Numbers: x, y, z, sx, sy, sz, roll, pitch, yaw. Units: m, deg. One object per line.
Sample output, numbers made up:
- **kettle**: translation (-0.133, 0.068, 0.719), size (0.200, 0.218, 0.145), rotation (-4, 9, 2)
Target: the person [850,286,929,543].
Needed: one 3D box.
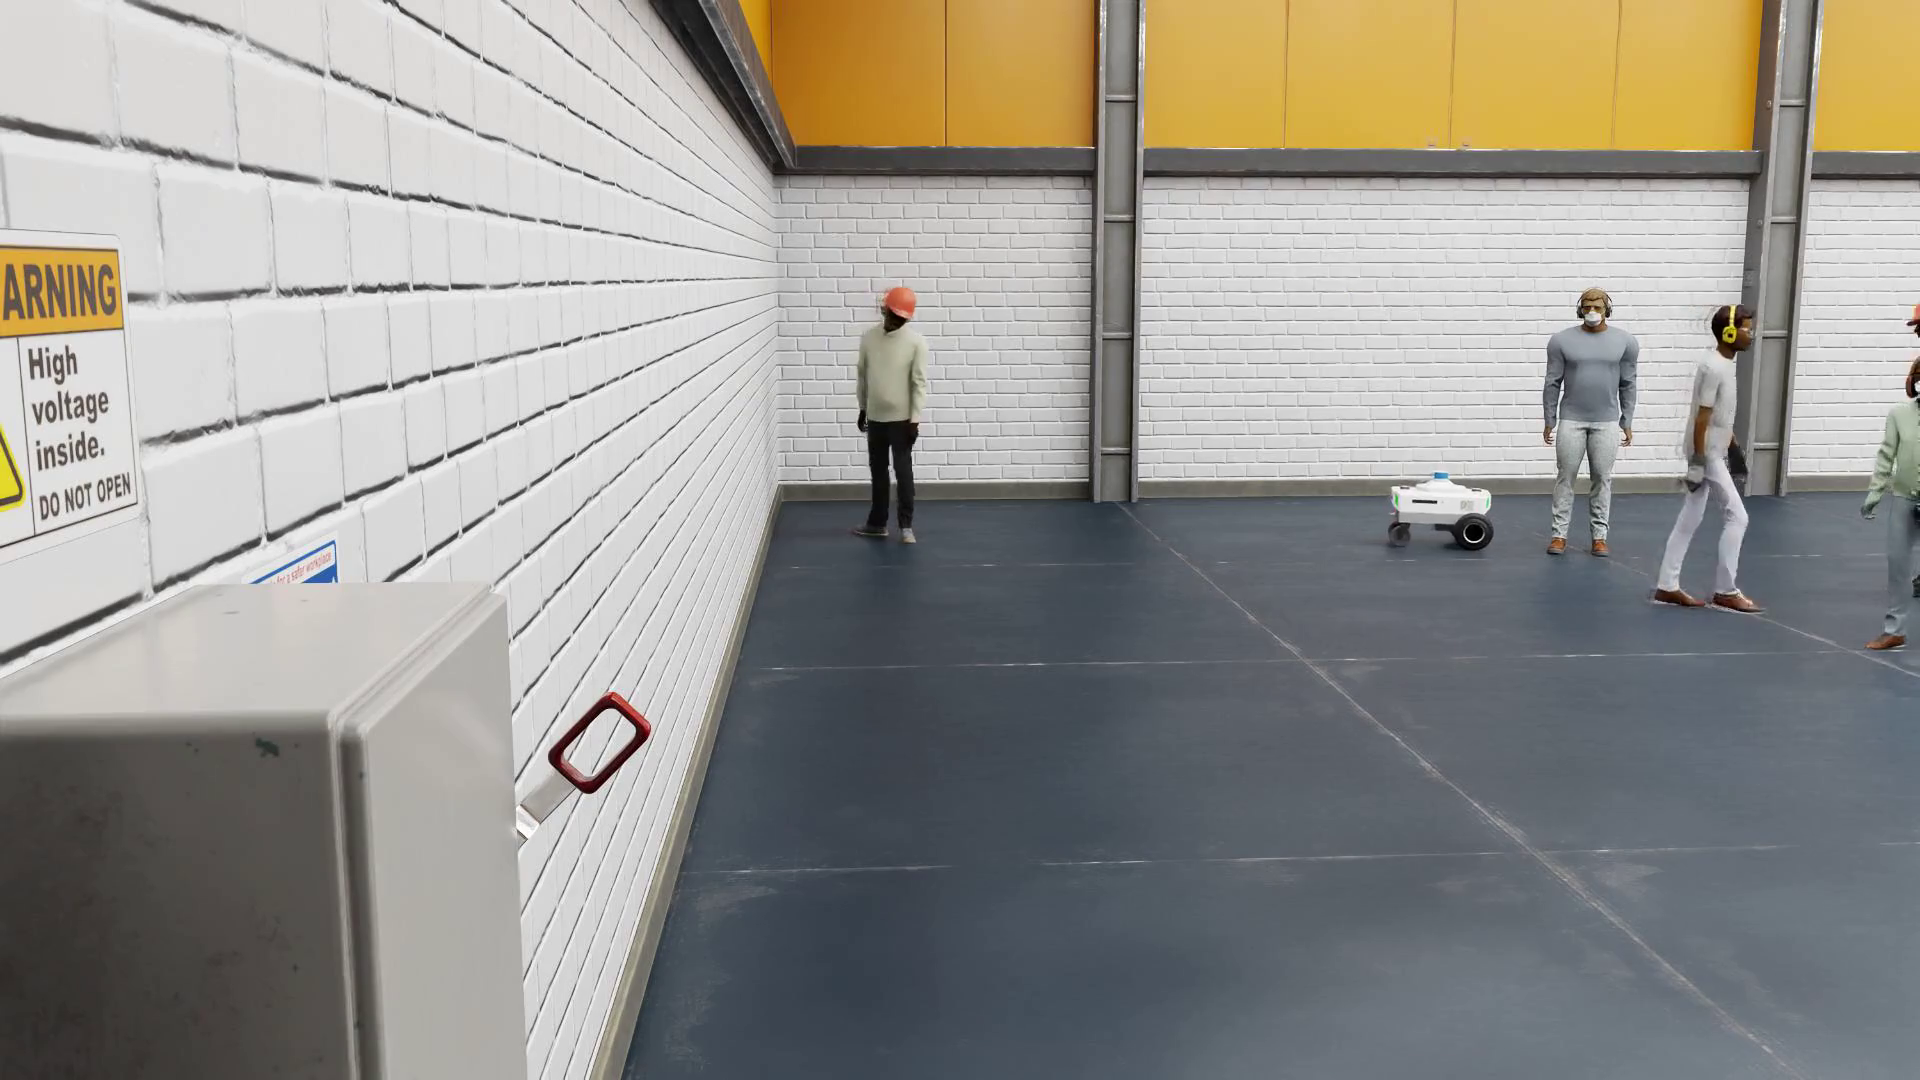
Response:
- **person**: translation (-0.583, -0.943, 12.615), size (0.790, 1.949, 0.421), rotation (6, 11, 34)

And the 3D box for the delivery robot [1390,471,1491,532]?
- **delivery robot**: translation (3.582, -0.275, 12.423), size (0.707, 0.478, 0.477), rotation (2, 9, 11)

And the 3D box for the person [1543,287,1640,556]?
- **person**: translation (4.532, -0.848, 12.000), size (0.637, 1.938, 0.357), rotation (3, 10, 18)

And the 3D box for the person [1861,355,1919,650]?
- **person**: translation (5.163, -0.199, 8.926), size (0.453, 1.625, 0.529), rotation (-4, 10, -26)

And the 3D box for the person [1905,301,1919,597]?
- **person**: translation (6.184, -0.584, 10.411), size (0.572, 1.915, 0.604), rotation (3, 10, 20)

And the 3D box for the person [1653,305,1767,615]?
- **person**: translation (4.607, -0.482, 10.005), size (0.762, 1.838, 0.536), rotation (4, 10, 21)
